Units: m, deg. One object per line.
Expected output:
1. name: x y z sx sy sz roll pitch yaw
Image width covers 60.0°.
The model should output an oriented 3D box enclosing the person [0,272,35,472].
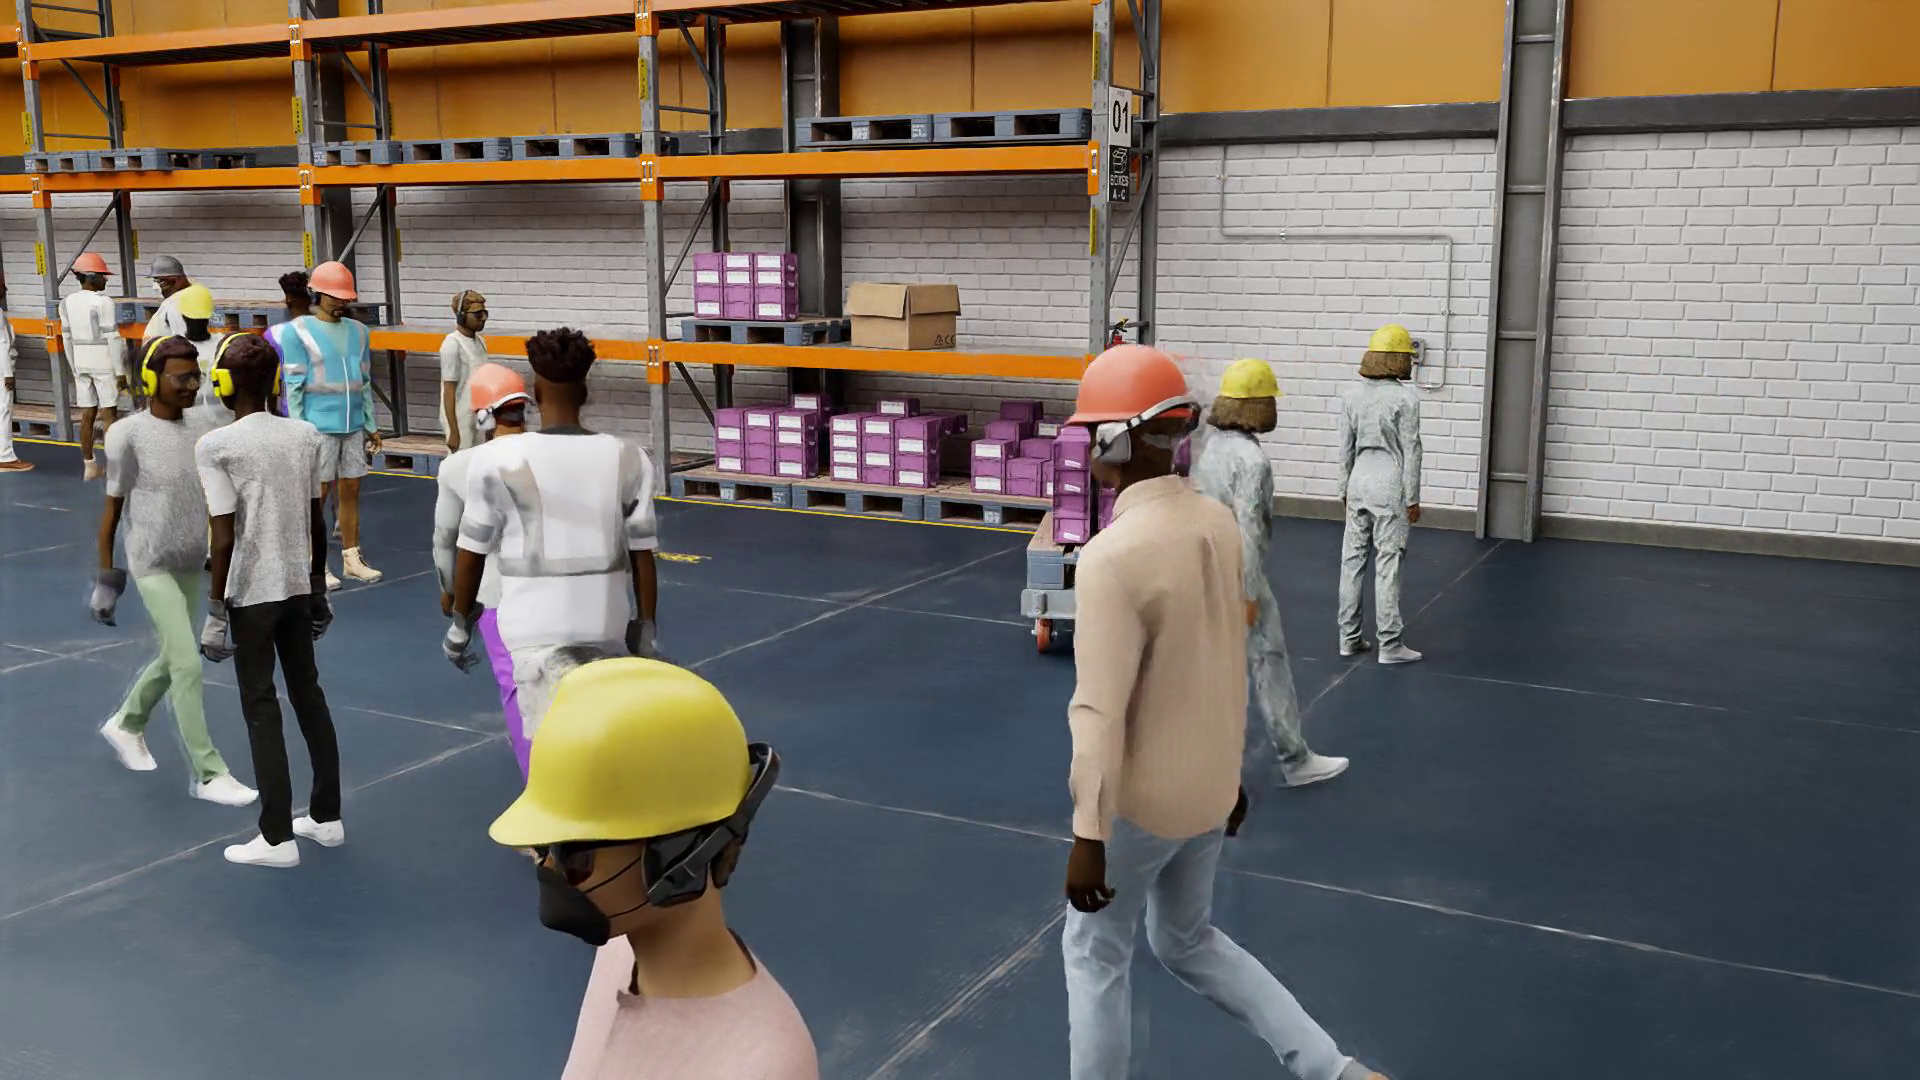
1. person: -8.987 -1.577 15.548 0.584 1.882 0.345 10 14 42

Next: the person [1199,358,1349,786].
1. person: 1.184 0.145 6.549 0.798 1.709 0.508 -3 11 -18

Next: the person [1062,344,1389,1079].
1. person: 0.523 0.551 3.682 0.772 1.961 0.658 7 13 35

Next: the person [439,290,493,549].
1. person: -3.336 -0.770 11.290 0.356 1.834 0.518 1 10 7

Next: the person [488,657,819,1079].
1. person: -0.307 0.988 1.811 0.324 1.767 0.533 -6 12 -28

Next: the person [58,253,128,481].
1. person: -7.722 -1.540 14.910 0.605 2.042 0.377 4 11 20

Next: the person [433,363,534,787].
1. person: -1.733 0.171 6.458 0.560 1.705 0.894 -7 12 -32

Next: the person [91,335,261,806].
1. person: -3.149 0.102 6.538 0.914 1.831 0.546 4 11 23

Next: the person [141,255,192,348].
1. person: -7.012 -1.529 14.855 0.535 2.000 0.683 -4 11 -22

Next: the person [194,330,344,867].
1. person: -2.418 0.210 5.796 0.309 1.868 0.534 5 12 26

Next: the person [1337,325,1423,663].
1. person: 2.183 -0.238 8.605 0.313 1.739 0.484 -8 13 -37

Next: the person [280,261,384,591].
1. person: -3.887 -0.711 10.386 0.389 2.035 0.605 7 12 33

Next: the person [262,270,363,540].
1. person: -4.541 -0.905 11.668 0.654 1.949 0.420 -8 13 -36

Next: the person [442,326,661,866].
1. person: -1.278 0.272 5.385 0.613 1.912 1.043 -8 13 -38
